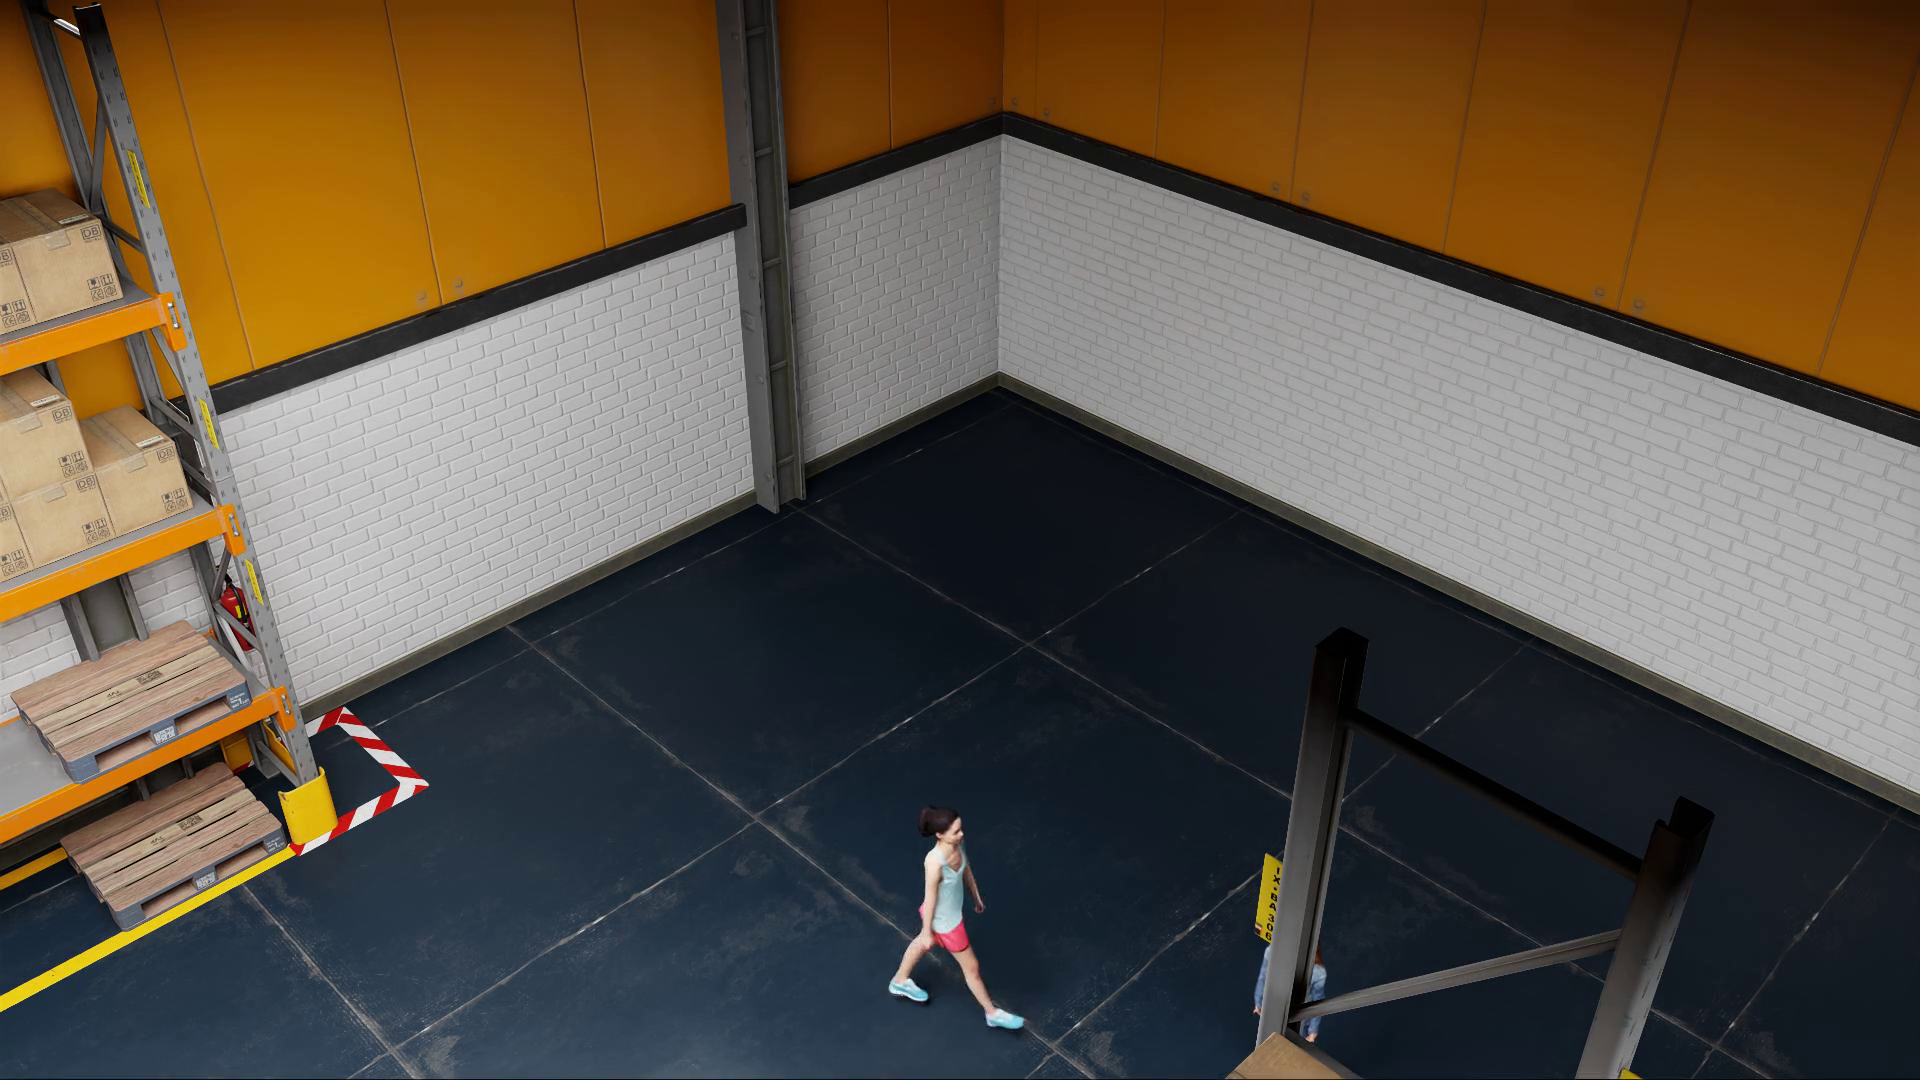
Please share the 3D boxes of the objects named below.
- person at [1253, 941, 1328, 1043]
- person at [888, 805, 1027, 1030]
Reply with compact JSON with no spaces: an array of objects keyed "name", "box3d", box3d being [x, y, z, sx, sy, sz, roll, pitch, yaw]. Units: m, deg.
[{"name":"person","box3d":[1.974,2.807,9.930,0.605,1.476,0.570,20,39,28]},{"name":"person","box3d":[-0.168,2.339,10.419,1.005,1.715,1.197,12,35,17]}]
